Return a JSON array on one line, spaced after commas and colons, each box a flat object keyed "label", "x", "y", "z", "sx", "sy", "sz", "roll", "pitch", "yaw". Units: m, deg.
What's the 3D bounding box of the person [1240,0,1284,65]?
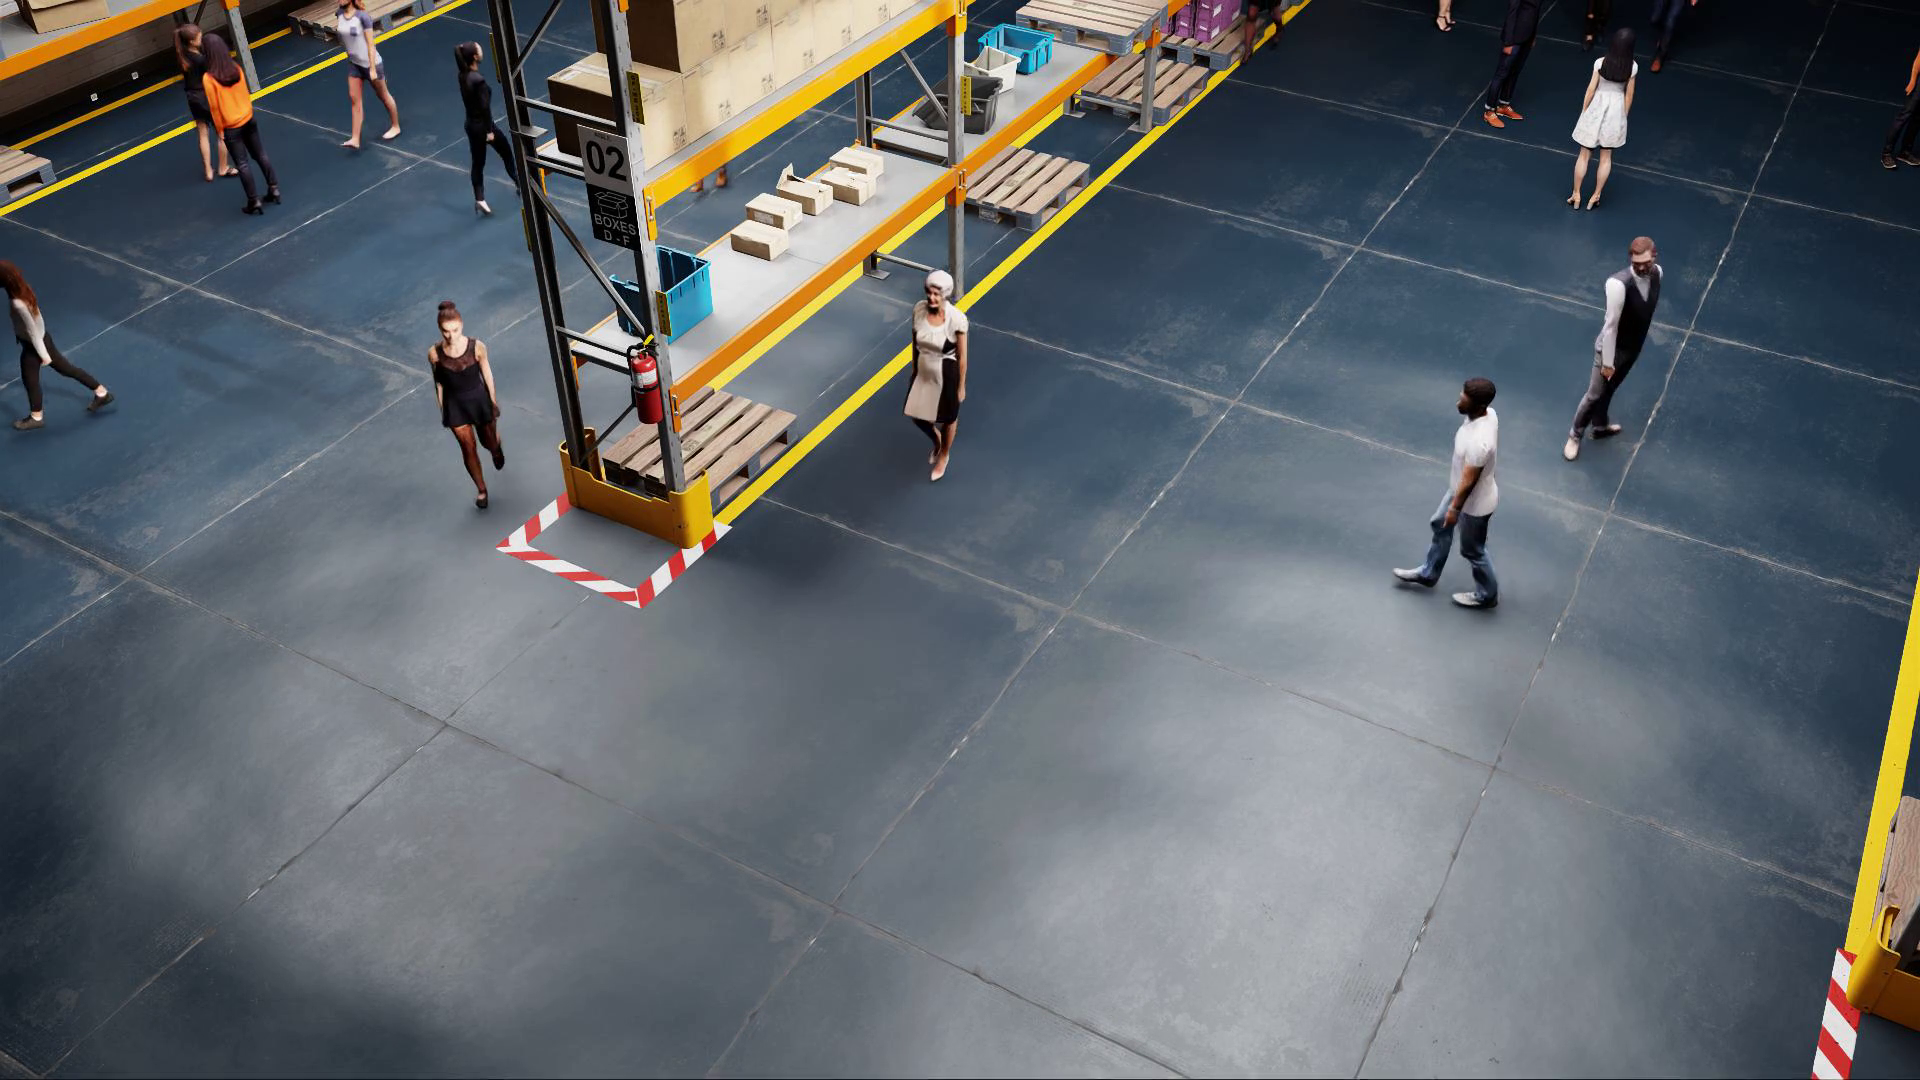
[{"label": "person", "x": 3.485, "y": -6.218, "z": 18.638, "sx": 0.679, "sy": 1.674, "sz": 1.068, "roll": 25, "pitch": 45, "yaw": 28}]

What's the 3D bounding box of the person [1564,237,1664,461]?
[{"label": "person", "x": 4.999, "y": -1.513, "z": 12.558, "sx": 0.962, "sy": 1.911, "sz": 0.745, "roll": 31, "pitch": 48, "yaw": 33}]

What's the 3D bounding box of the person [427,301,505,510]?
[{"label": "person", "x": -3.596, "y": -1.042, "z": 12.162, "sx": 0.816, "sy": 1.668, "sz": 0.892, "roll": -6, "pitch": 39, "yaw": -8}]

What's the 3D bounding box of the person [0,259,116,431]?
[{"label": "person", "x": -7.118, "y": -1.551, "z": 12.973, "sx": 1.043, "sy": 1.452, "sz": 0.927, "roll": -14, "pitch": 41, "yaw": -16}]

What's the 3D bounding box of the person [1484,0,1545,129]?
[{"label": "person", "x": 5.797, "y": -5.238, "z": 17.296, "sx": 0.681, "sy": 1.817, "sz": 0.834, "roll": -26, "pitch": 45, "yaw": -29}]

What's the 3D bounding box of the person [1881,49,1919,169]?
[{"label": "person", "x": 9.608, "y": -4.574, "z": 16.485, "sx": 0.709, "sy": 1.793, "sz": 0.760, "roll": -8, "pitch": 39, "yaw": -10}]

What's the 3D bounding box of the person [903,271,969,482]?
[{"label": "person", "x": -0.122, "y": -1.247, "z": 12.355, "sx": 0.649, "sy": 1.747, "sz": 0.678, "roll": 19, "pitch": 42, "yaw": 22}]

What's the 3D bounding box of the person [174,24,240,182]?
[{"label": "person", "x": -7.454, "y": -4.303, "z": 16.355, "sx": 0.591, "sy": 1.531, "sz": 0.644, "roll": 7, "pitch": 39, "yaw": 9}]

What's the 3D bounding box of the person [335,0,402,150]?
[{"label": "person", "x": -5.991, "y": -4.867, "z": 16.926, "sx": 0.666, "sy": 1.701, "sz": 0.983, "roll": 16, "pitch": 41, "yaw": 19}]

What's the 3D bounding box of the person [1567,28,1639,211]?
[{"label": "person", "x": 6.097, "y": -3.985, "z": 15.763, "sx": 0.713, "sy": 1.774, "sz": 0.714, "roll": 10, "pitch": 40, "yaw": 12}]

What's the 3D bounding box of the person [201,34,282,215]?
[{"label": "person", "x": -6.823, "y": -3.938, "z": 15.728, "sx": 0.695, "sy": 1.745, "sz": 0.518, "roll": 16, "pitch": 41, "yaw": 19}]

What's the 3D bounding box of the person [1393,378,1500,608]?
[{"label": "person", "x": 3.504, "y": -0.286, "z": 11.096, "sx": 0.896, "sy": 1.817, "sz": 0.987, "roll": 14, "pitch": 41, "yaw": 16}]

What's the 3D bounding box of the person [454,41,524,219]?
[{"label": "person", "x": -4.554, "y": -3.823, "z": 15.628, "sx": 0.748, "sy": 1.687, "sz": 0.958, "roll": 32, "pitch": 48, "yaw": 33}]

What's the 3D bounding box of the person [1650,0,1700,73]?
[{"label": "person", "x": 7.977, "y": -6.167, "z": 18.488, "sx": 0.746, "sy": 1.782, "sz": 0.999, "roll": 24, "pitch": 44, "yaw": 27}]
